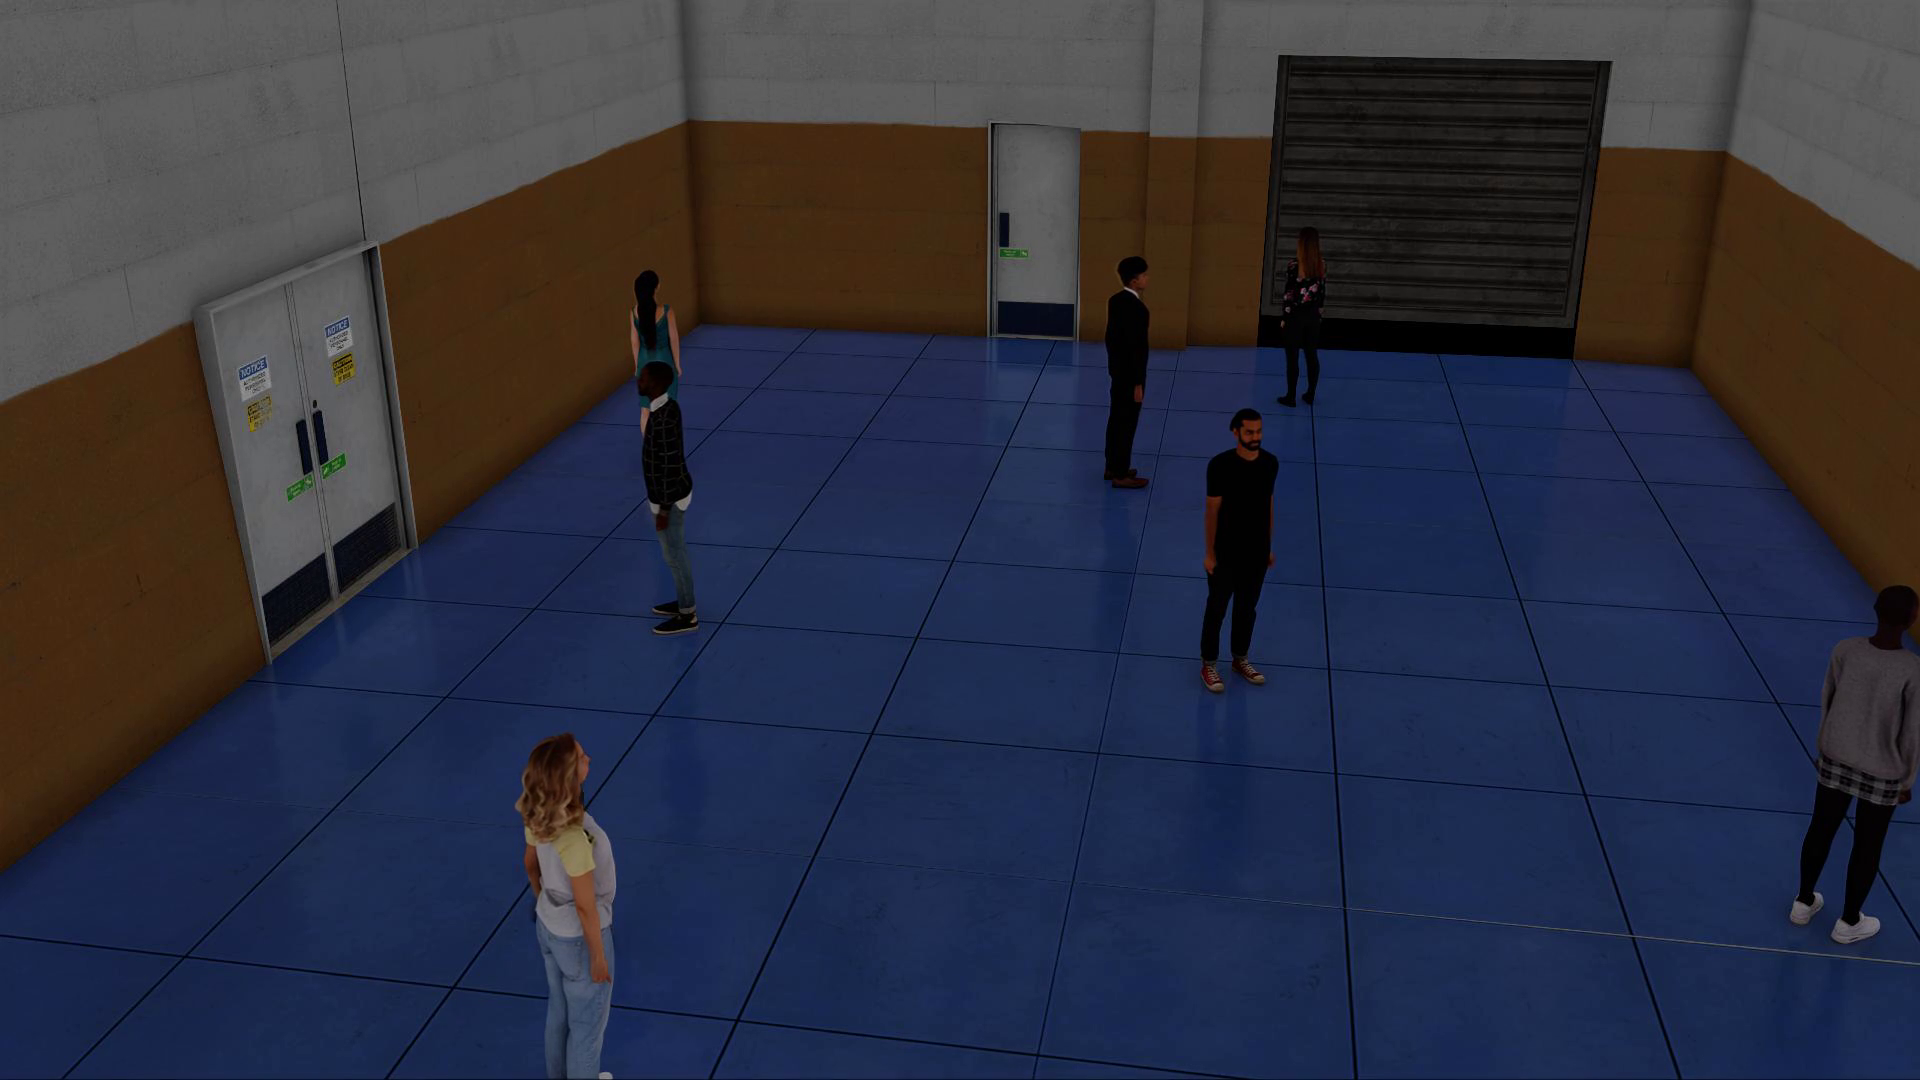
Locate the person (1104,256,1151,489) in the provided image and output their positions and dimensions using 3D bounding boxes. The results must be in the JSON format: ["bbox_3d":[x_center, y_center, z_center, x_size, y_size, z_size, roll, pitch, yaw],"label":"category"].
[{"bbox_3d":[1.336,-1.359,13.410,0.719,1.882,0.774,-6,23,-14],"label":"person"}]

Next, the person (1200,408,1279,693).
[{"bbox_3d":[1.685,0.045,10.083,0.688,1.758,0.788,-9,23,-21],"label":"person"}]

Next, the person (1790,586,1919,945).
[{"bbox_3d":[4.139,1.021,7.635,0.754,1.772,0.684,-16,27,-35],"label":"person"}]

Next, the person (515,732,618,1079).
[{"bbox_3d":[-1.501,1.523,6.431,0.765,1.722,0.688,-17,27,-36],"label":"person"}]

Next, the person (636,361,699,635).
[{"bbox_3d":[-1.881,-0.286,10.825,0.662,1.820,0.718,-2,22,-6],"label":"person"}]

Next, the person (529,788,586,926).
[{"bbox_3d":[-1.753,1.458,7.442,0.506,1.105,0.580,15,26,32],"label":"person"}]

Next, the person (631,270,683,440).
[{"bbox_3d":[-2.522,-1.413,13.807,0.453,1.687,0.626,1,22,3],"label":"person"}]

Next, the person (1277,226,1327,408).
[{"bbox_3d":[3.187,-2.076,15.463,0.604,1.683,0.716,-8,23,-18],"label":"person"}]
